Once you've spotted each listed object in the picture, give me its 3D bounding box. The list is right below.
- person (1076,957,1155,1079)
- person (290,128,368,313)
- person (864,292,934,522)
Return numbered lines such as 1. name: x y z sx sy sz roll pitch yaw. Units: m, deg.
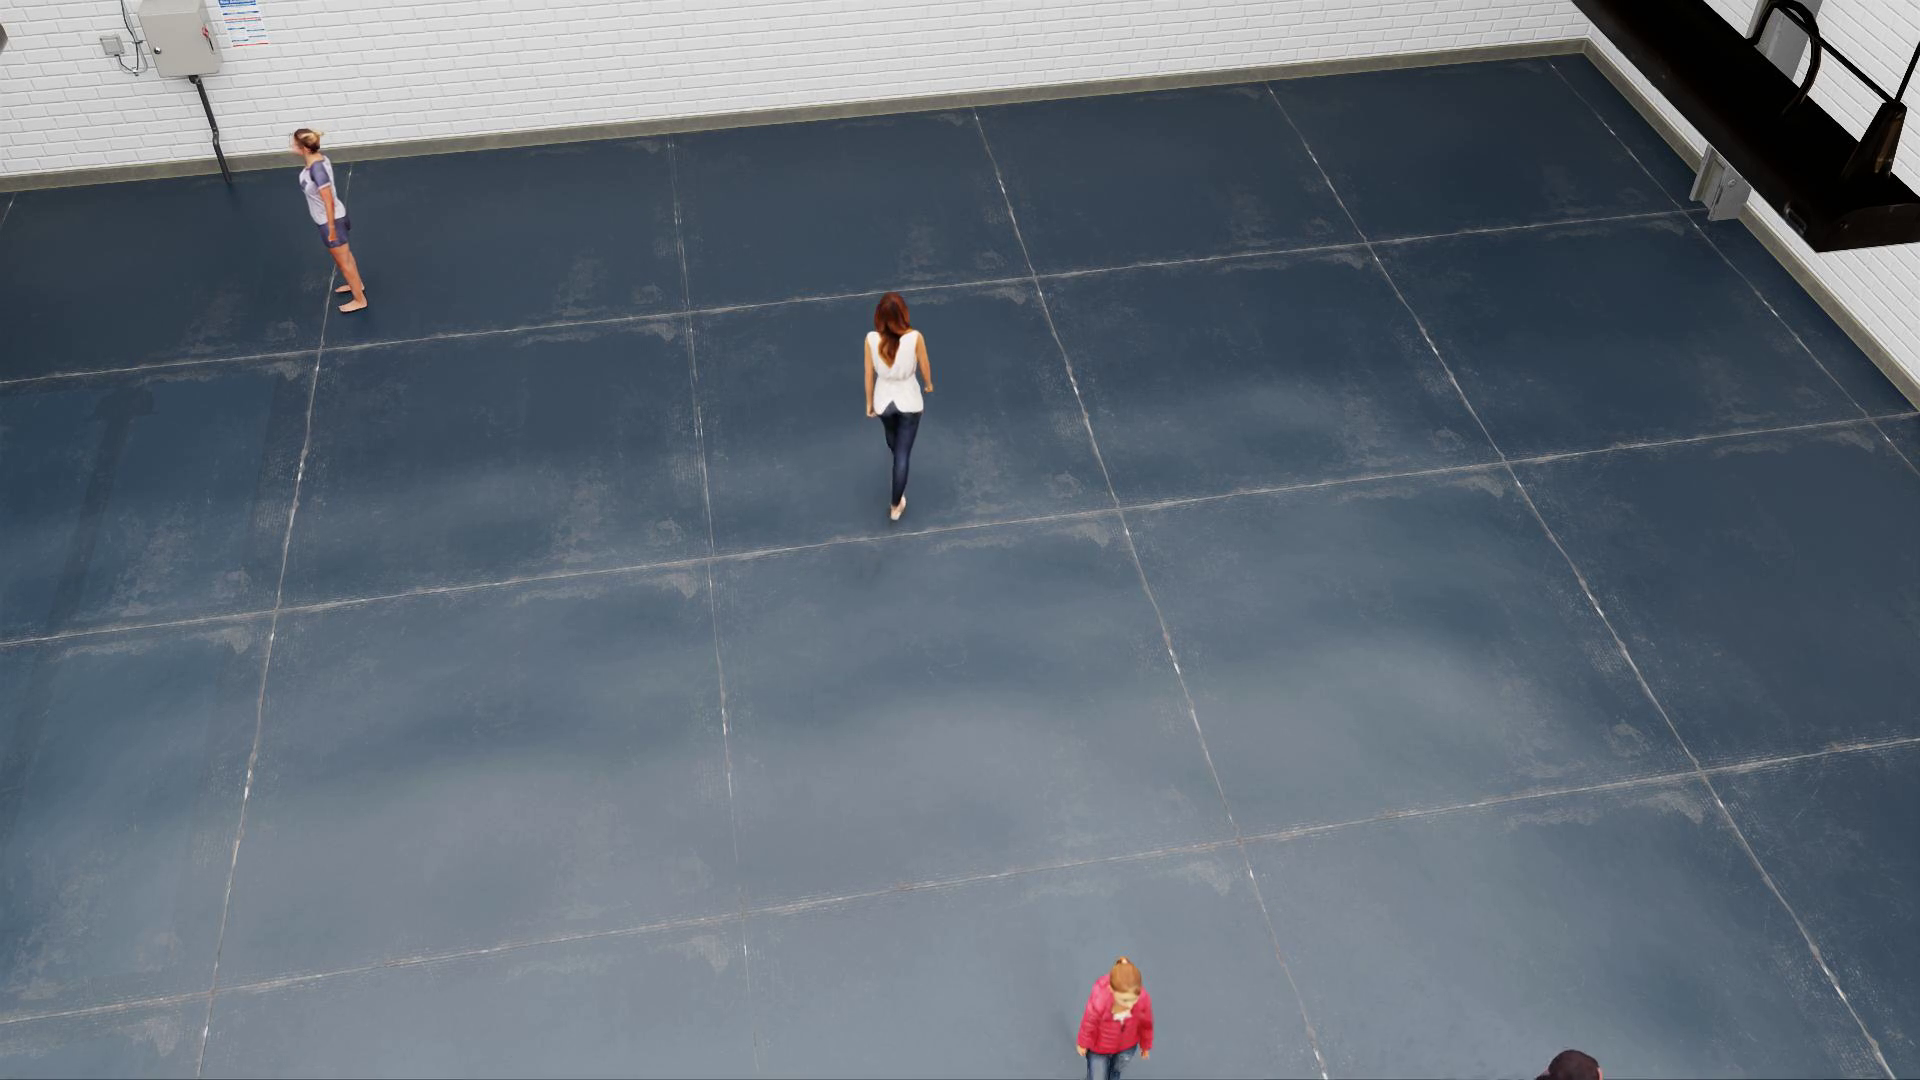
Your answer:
1. person: 0.756 2.467 8.400 0.521 1.306 0.489 -6 44 -6
2. person: -5.105 -2.614 13.501 0.669 1.625 0.497 -12 45 -13
3. person: -0.442 -0.886 11.603 0.844 1.741 1.154 7 44 8
